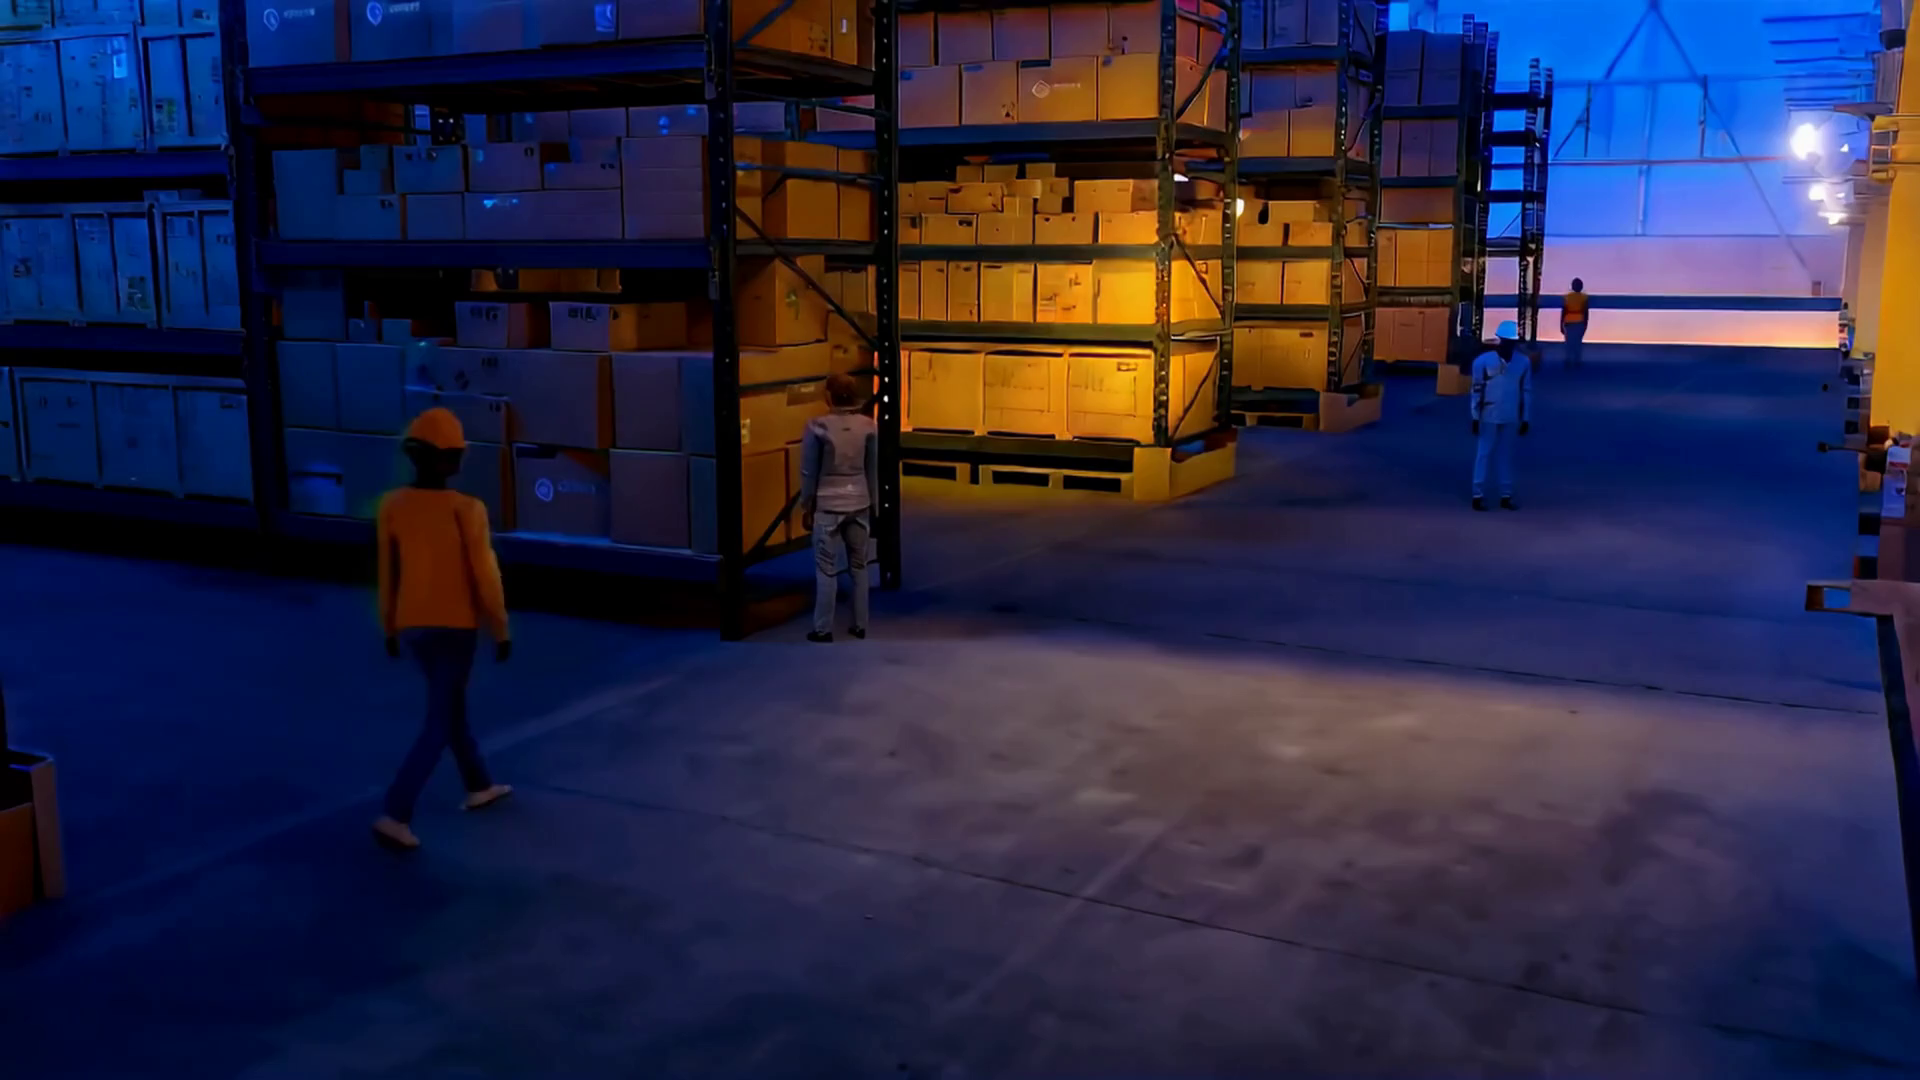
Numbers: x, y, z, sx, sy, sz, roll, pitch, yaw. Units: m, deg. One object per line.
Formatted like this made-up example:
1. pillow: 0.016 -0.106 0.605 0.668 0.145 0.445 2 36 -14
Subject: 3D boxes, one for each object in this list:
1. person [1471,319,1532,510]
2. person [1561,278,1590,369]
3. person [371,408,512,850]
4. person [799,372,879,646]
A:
1. person: 4.919 -1.132 15.091 0.563 1.743 0.350 -1 10 -4
2. person: 12.474 -4.384 33.721 0.562 1.804 0.900 5 11 28
3. person: -2.098 0.335 6.644 0.538 1.724 0.891 4 11 23
4. person: -0.707 -0.184 9.924 0.528 1.630 0.315 -6 12 -33
